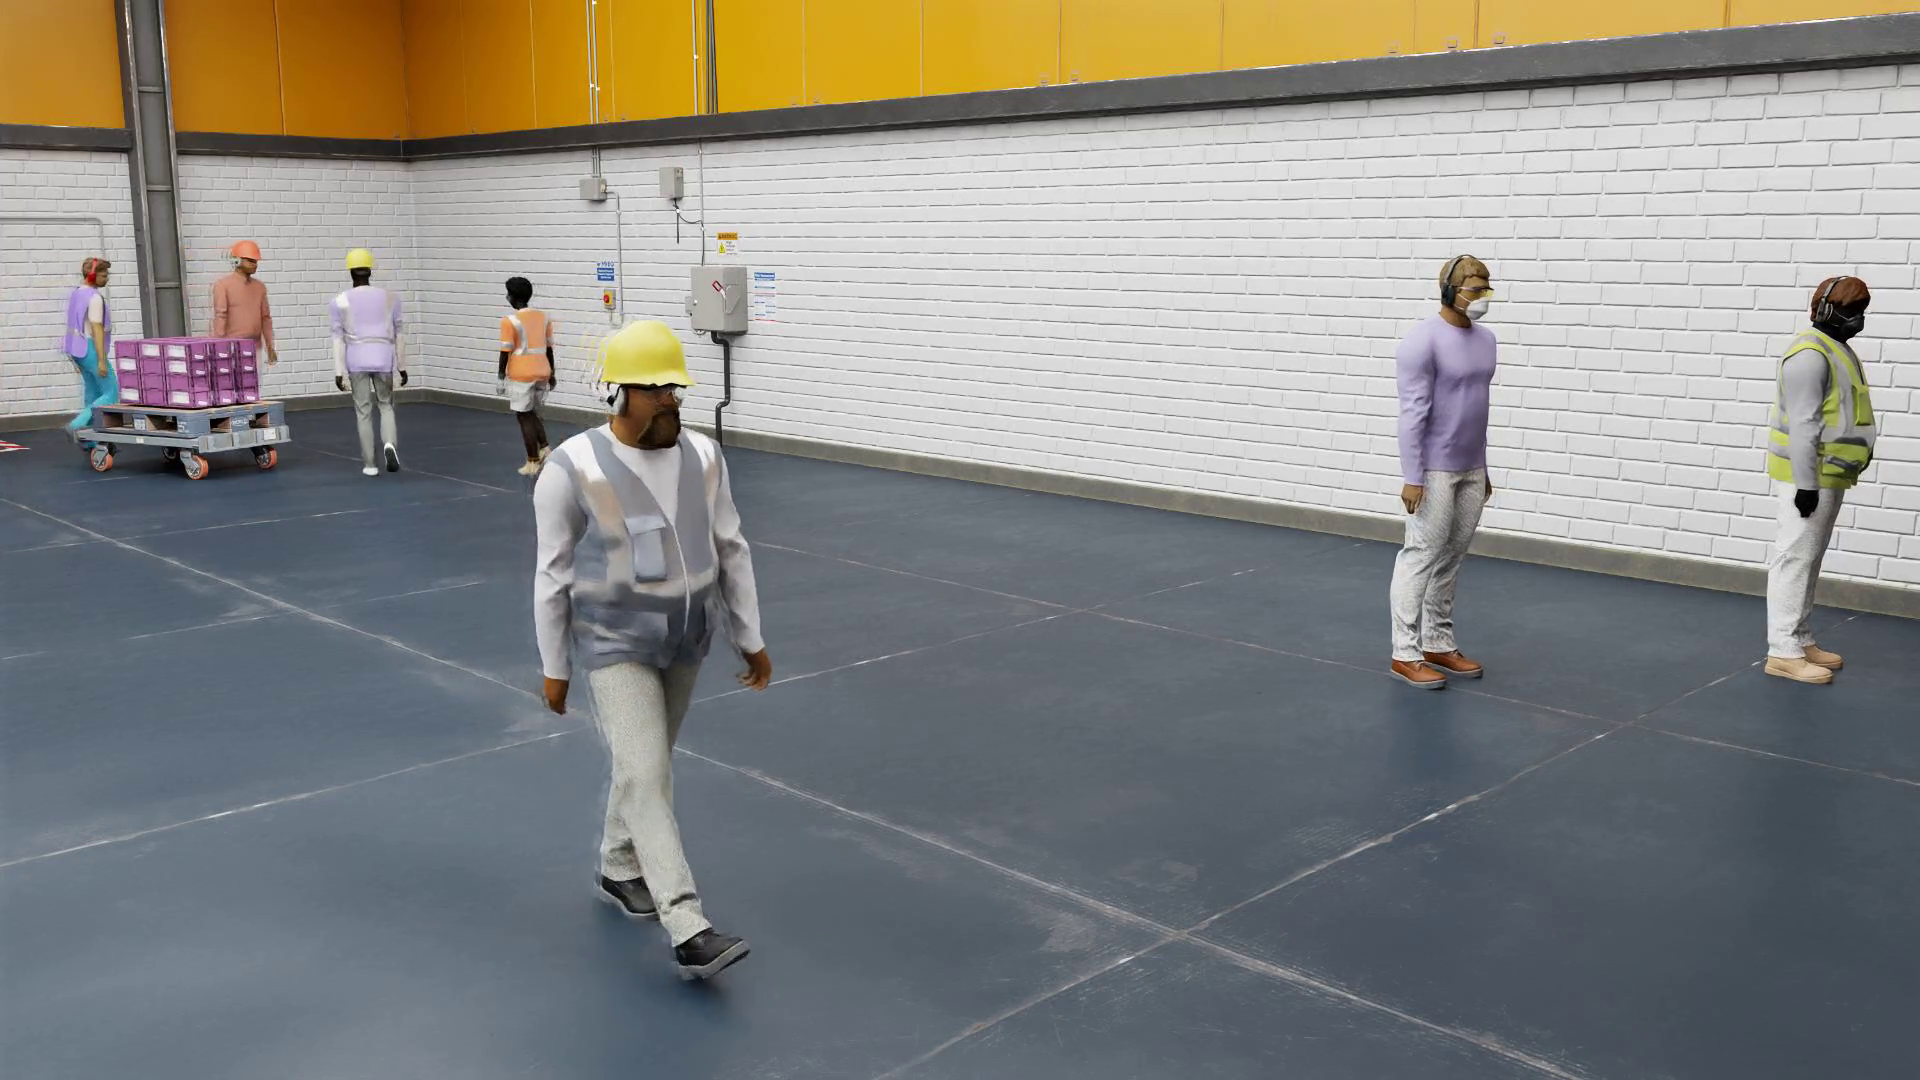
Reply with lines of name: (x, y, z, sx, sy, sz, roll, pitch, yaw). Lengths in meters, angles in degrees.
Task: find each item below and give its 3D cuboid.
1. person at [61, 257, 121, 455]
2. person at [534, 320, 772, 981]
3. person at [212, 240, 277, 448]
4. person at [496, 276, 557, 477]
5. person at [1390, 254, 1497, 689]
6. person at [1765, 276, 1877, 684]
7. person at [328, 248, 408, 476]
person: (-7.974, -1.666, 15.220, 0.671, 1.820, 0.481, 10, 14, 44)
person: (-0.819, 0.290, 4.657, 0.920, 1.781, 0.608, 10, 14, 42)
person: (-6.751, -1.835, 15.727, 0.464, 1.972, 0.630, 3, 11, 18)
person: (-3.645, -1.366, 13.954, 0.377, 1.676, 0.553, 6, 12, 28)
person: (2.193, -0.309, 7.509, 0.635, 1.936, 0.354, -9, 14, -40)
person: (3.949, -0.283, 7.642, 0.430, 1.841, 0.624, 8, 13, 38)
person: (-4.934, -1.472, 13.908, 0.614, 1.914, 0.488, -6, 12, -29)
